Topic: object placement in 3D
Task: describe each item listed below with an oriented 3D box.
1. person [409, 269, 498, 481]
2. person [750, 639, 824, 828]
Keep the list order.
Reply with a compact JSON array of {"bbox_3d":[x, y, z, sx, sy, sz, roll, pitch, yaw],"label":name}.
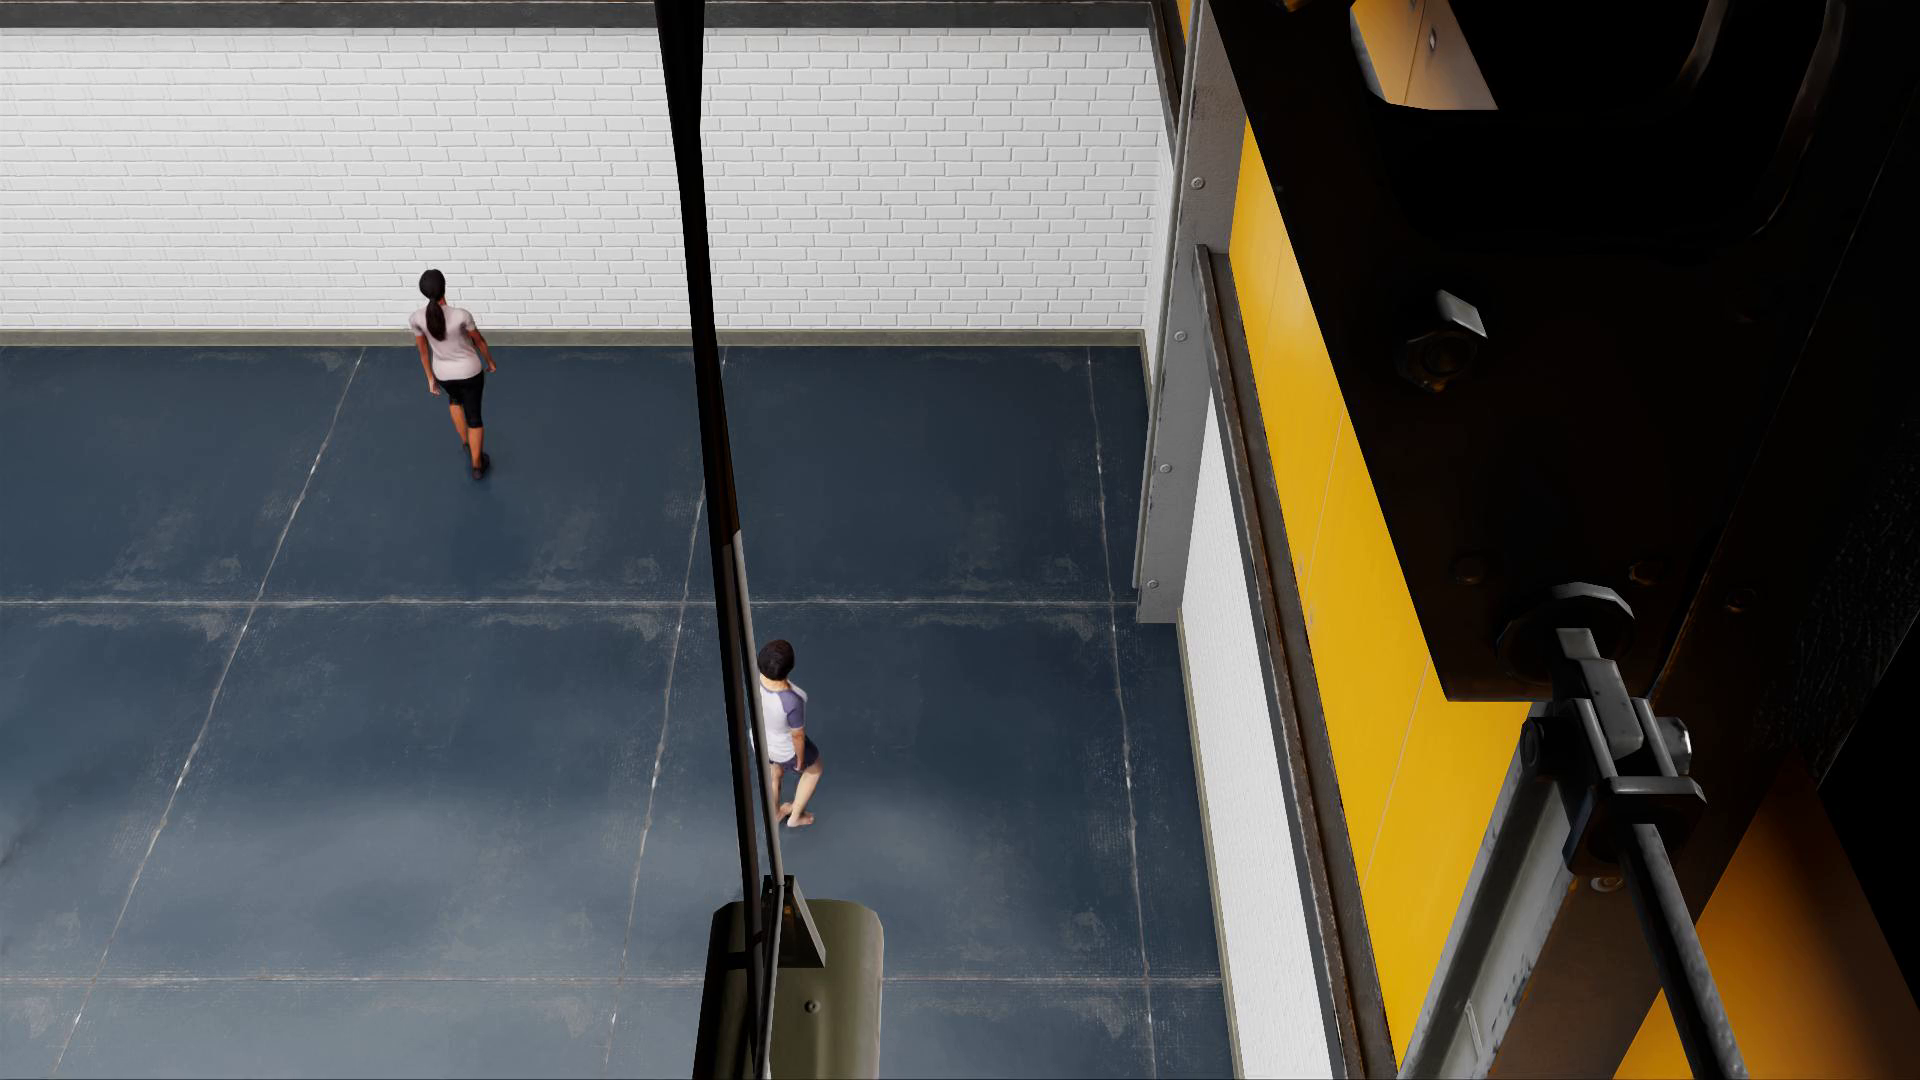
[{"bbox_3d":[-3.656,-1.152,12.067,0.617,1.732,0.747,1,44,1],"label":"person"},{"bbox_3d":[-1.091,1.201,9.727,0.675,1.553,0.722,26,49,25],"label":"person"}]
